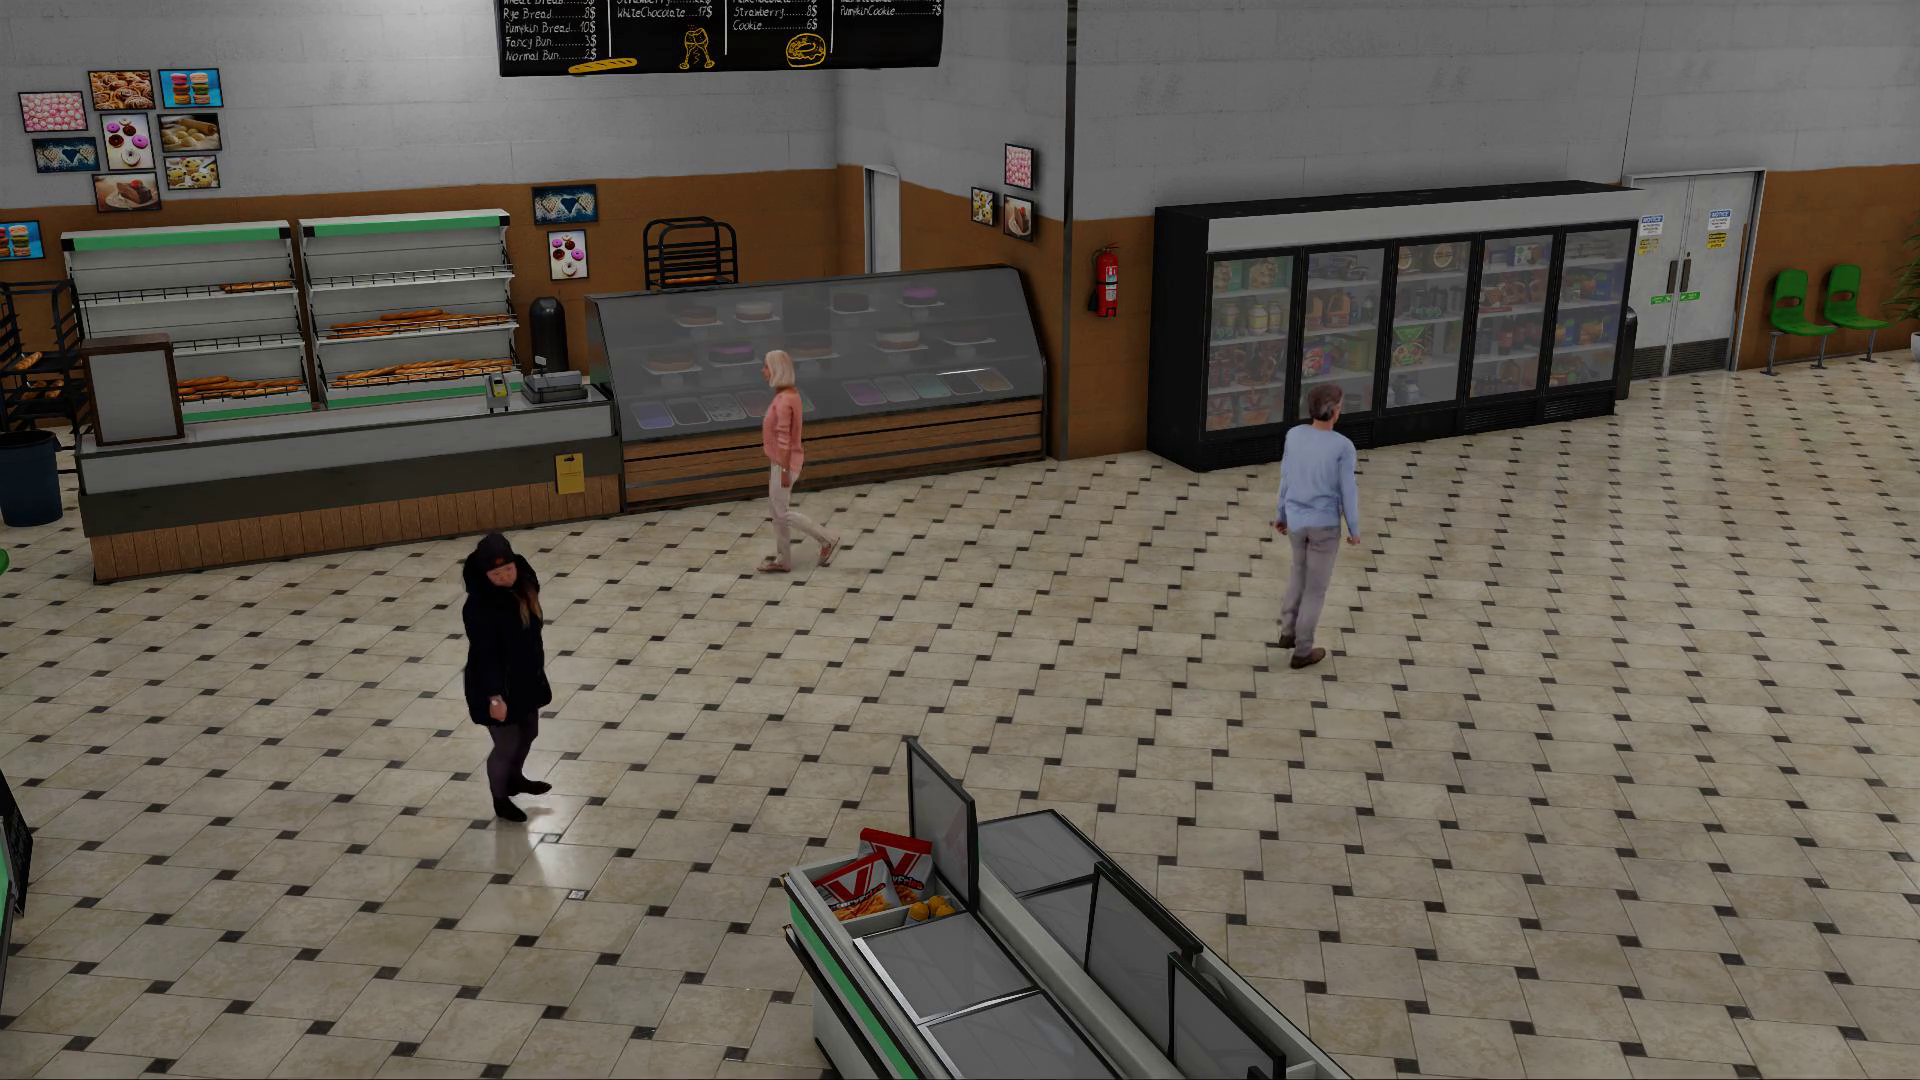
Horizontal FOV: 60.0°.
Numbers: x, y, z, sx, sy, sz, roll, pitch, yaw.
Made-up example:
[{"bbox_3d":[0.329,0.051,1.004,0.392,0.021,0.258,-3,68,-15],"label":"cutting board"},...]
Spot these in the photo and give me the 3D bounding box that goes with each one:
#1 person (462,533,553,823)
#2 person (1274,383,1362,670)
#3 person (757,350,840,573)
[{"bbox_3d":[-2.401,0.713,8.682,0.902,1.646,0.832,1,19,3],"label":"person"},{"bbox_3d":[2.203,-0.061,10.614,0.713,1.880,0.852,17,25,40],"label":"person"},{"bbox_3d":[-1.218,-0.536,12.386,0.863,1.648,0.900,0,19,-1],"label":"person"}]
